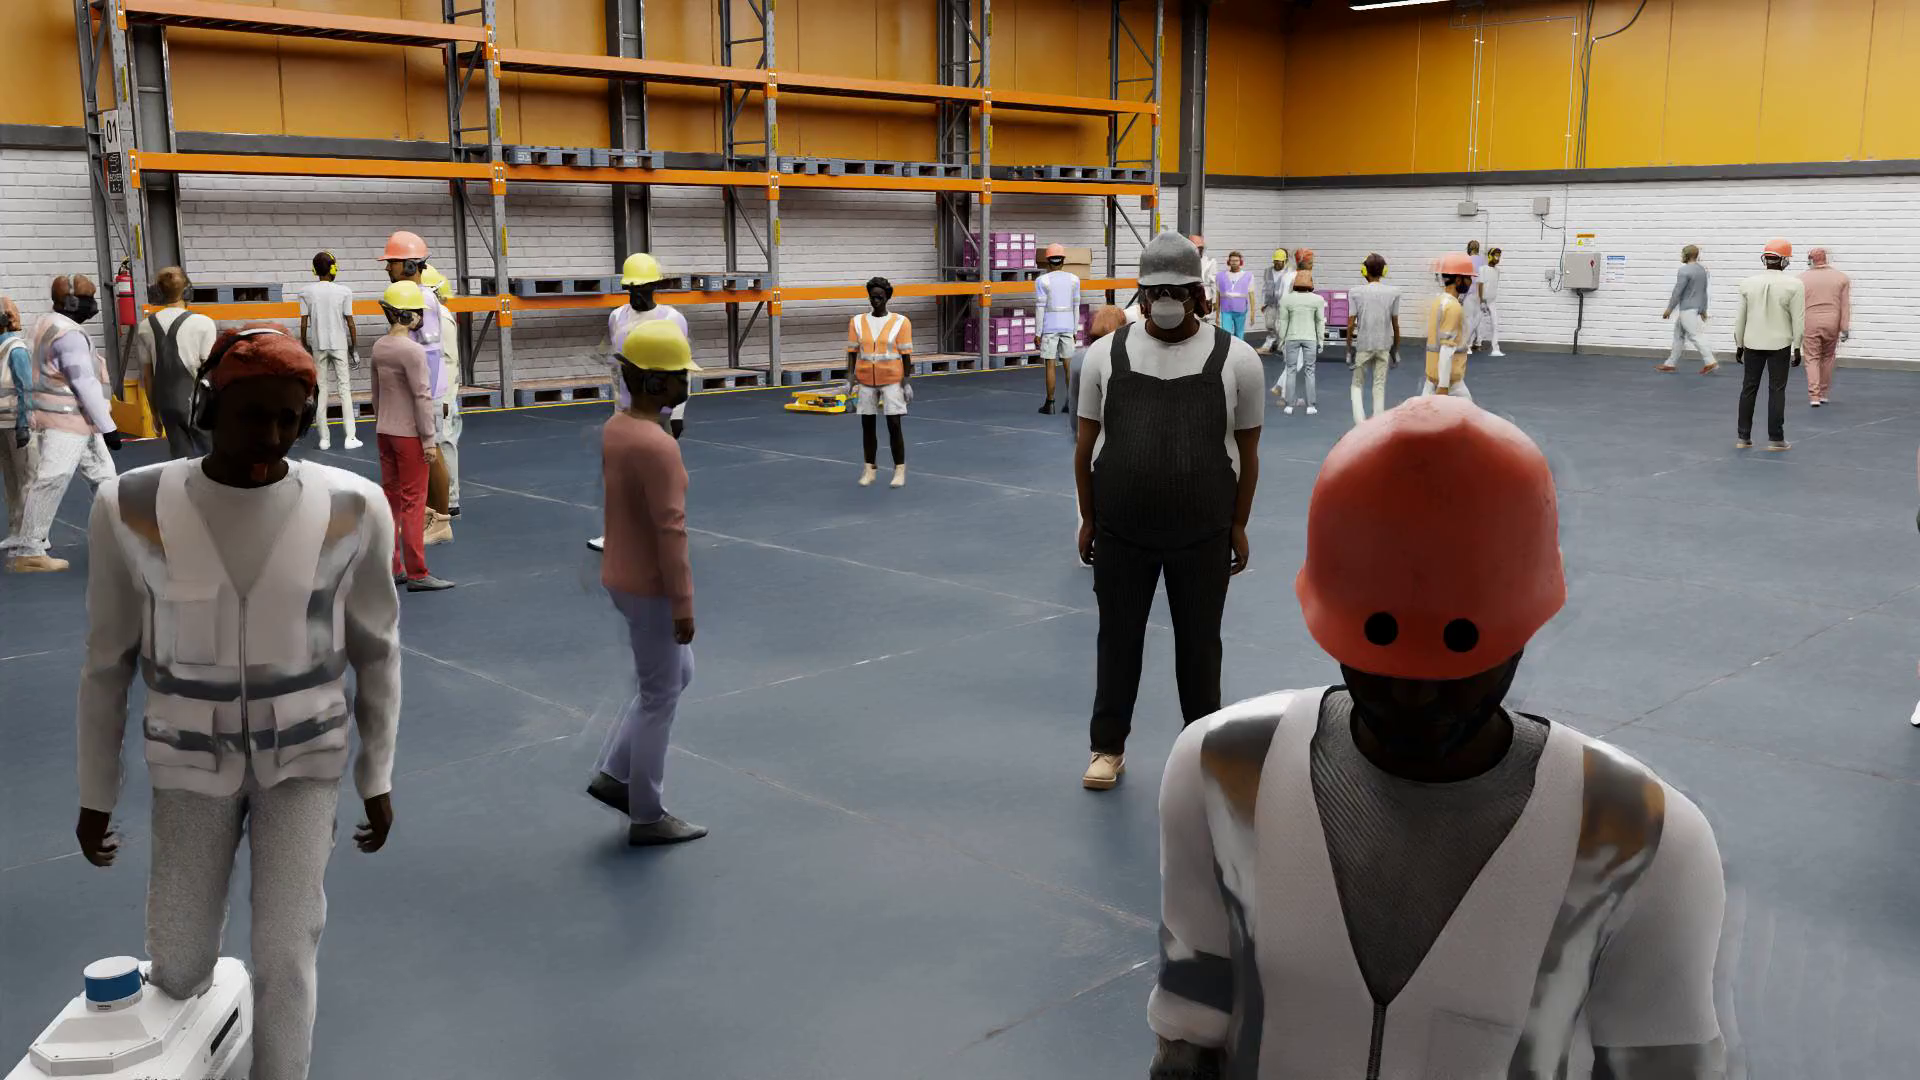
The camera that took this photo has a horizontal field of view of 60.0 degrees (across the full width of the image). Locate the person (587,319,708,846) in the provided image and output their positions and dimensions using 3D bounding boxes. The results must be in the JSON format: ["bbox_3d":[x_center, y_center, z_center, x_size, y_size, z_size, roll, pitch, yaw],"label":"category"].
[{"bbox_3d":[-0.994,0.152,5.494,0.367,1.751,0.551,-6,12,-29],"label":"person"}]

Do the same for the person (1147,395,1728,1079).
[{"bbox_3d":[0.526,0.789,1.679,0.724,1.897,0.523,5,12,27],"label":"person"}]

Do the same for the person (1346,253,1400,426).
[{"bbox_3d":[3.968,-1.812,15.952,0.532,1.855,0.391,1,10,6],"label":"person"}]

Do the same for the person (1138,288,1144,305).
[{"bbox_3d":[2.459,-2.614,20.171,0.596,1.903,0.477,2,11,12],"label":"person"}]

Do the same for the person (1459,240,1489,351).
[{"bbox_3d":[8.953,-4.264,29.071,0.631,1.938,0.362,-6,12,-31],"label":"person"}]

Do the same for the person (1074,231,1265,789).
[{"bbox_3d":[0.742,-0.085,6.010,0.682,2.000,0.538,2,11,10],"label":"person"}]

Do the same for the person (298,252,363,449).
[{"bbox_3d":[-5.979,-1.790,15.783,0.526,1.865,0.315,-2,11,-9],"label":"person"}]

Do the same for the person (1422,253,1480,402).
[{"bbox_3d":[3.823,-1.328,13.206,0.996,1.896,0.557,0,10,1],"label":"person"}]

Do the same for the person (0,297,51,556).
[{"bbox_3d":[-6.034,-0.723,10.584,0.520,1.640,0.307,9,13,39],"label":"person"}]

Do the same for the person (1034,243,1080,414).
[{"bbox_3d":[1.086,-2.385,18.861,0.545,1.927,0.385,-3,11,-18],"label":"person"}]

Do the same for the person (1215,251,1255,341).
[{"bbox_3d":[4.031,-3.335,24.384,0.587,1.802,0.960,3,11,14],"label":"person"}]

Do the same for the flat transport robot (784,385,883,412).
[{"bbox_3d":[-1.346,-1.654,19.390,0.652,0.197,1.431,7,12,33],"label":"flat transport robot"}]

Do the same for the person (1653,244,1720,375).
[{"bbox_3d":[10.706,-3.361,24.294,0.984,1.903,0.631,10,14,44],"label":"person"}]

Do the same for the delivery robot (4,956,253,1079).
[{"bbox_3d":[-1.707,1.092,3.388,0.477,0.478,0.707,-1,10,-7],"label":"delivery robot"}]

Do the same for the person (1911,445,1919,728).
[{"bbox_3d":[4.229,-0.150,6.732,0.640,1.909,0.409,5,12,26],"label":"person"}]

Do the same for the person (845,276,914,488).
[{"bbox_3d":[-0.638,-1.269,13.406,0.568,1.696,0.324,3,11,15],"label":"person"}]

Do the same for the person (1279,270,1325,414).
[{"bbox_3d":[3.879,-2.245,18.900,0.508,1.631,0.265,2,11,13],"label":"person"}]

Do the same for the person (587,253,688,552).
[{"bbox_3d":[-2.023,-0.840,10.488,0.615,1.899,0.779,4,11,22],"label":"person"}]

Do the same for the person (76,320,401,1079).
[{"bbox_3d":[-1.485,0.471,3.475,0.631,1.853,0.576,-4,11,-20],"label":"person"}]

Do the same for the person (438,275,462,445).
[{"bbox_3d":[-4.127,-1.203,12.962,0.510,1.710,0.479,5,12,27],"label":"person"}]

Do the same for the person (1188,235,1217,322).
[{"bbox_3d":[3.784,-3.846,26.574,0.628,2.019,0.422,4,11,22],"label":"person"}]

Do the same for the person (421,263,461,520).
[{"bbox_3d":[-3.767,-1.044,11.806,0.404,1.831,0.600,-7,13,-34],"label":"person"}]

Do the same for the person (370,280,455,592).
[{"bbox_3d":[-3.153,-0.591,9.515,0.528,1.767,0.330,10,14,42],"label":"person"}]

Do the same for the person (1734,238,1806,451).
[{"bbox_3d":[7.644,-1.842,15.712,0.622,1.994,0.381,10,14,43],"label":"person"}]

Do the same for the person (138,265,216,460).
[{"bbox_3d":[-4.901,-0.810,10.514,0.541,1.834,0.542,1,10,7],"label":"person"}]

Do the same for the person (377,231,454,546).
[{"bbox_3d":[-3.552,-0.978,10.869,0.390,2.045,0.607,-5,11,-25],"label":"person"}]

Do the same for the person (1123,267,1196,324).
[{"bbox_3d":[1.336,-1.029,11.639,0.594,1.862,1.005,-2,11,-11],"label":"person"}]

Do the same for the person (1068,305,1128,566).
[{"bbox_3d":[0.930,-0.665,10.372,0.524,1.582,0.839,4,11,22],"label":"person"}]

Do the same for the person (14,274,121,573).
[{"bbox_3d":[-5.324,-0.708,10.099,0.973,1.785,0.640,-6,12,-30],"label":"person"}]

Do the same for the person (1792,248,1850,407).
[{"bbox_3d":[10.203,-2.532,19.843,0.672,1.862,0.810,3,11,18],"label":"person"}]

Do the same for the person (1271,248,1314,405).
[{"bbox_3d":[3.992,-2.512,19.698,0.411,1.870,0.614,0,10,-3],"label":"person"}]

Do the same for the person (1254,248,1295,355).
[{"bbox_3d":[5.397,-4.052,28.303,0.817,1.806,0.643,-2,11,-10],"label":"person"}]

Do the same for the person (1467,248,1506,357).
[{"bbox_3d":[8.863,-4.018,28.085,0.528,1.820,0.988,-4,11,-22],"label":"person"}]

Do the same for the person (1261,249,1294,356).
[{"bbox_3d":[5.373,-3.983,27.947,0.616,1.796,0.666,7,12,33],"label":"person"}]
